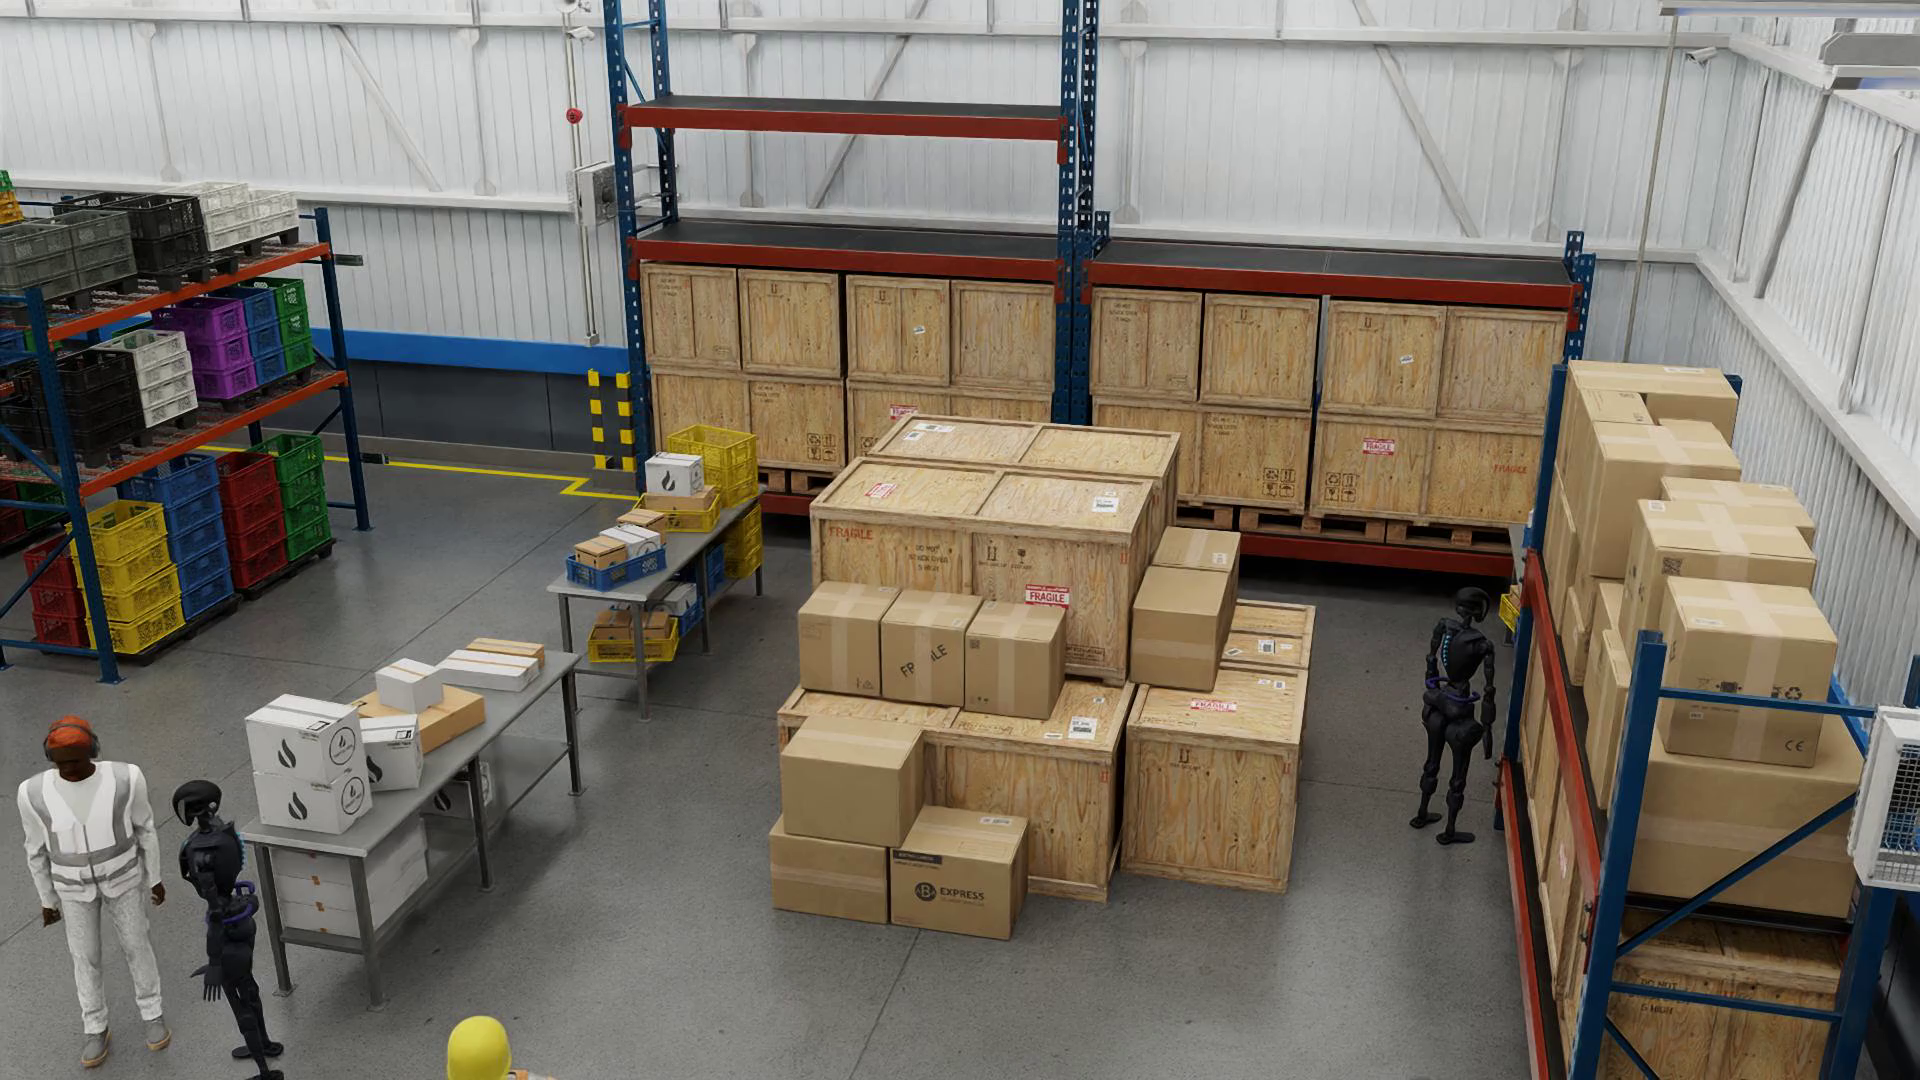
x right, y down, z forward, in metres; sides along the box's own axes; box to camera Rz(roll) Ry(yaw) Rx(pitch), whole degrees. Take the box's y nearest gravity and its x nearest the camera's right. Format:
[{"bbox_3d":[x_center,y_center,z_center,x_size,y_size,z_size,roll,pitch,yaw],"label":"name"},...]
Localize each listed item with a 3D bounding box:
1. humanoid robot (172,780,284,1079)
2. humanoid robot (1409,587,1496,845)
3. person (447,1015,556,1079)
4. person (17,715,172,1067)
[{"bbox_3d":[-3.560,1.907,8.066,0.315,1.657,0.610,-7,22,-17],"label":"humanoid robot"},{"bbox_3d":[3.061,1.061,10.281,0.317,1.656,0.613,-10,23,-25],"label":"humanoid robot"},{"bbox_3d":[-1.690,2.542,6.086,0.585,1.917,0.378,-7,22,-17],"label":"person"},{"bbox_3d":[-4.279,1.720,8.281,0.574,1.886,0.362,-9,23,-22],"label":"person"}]
